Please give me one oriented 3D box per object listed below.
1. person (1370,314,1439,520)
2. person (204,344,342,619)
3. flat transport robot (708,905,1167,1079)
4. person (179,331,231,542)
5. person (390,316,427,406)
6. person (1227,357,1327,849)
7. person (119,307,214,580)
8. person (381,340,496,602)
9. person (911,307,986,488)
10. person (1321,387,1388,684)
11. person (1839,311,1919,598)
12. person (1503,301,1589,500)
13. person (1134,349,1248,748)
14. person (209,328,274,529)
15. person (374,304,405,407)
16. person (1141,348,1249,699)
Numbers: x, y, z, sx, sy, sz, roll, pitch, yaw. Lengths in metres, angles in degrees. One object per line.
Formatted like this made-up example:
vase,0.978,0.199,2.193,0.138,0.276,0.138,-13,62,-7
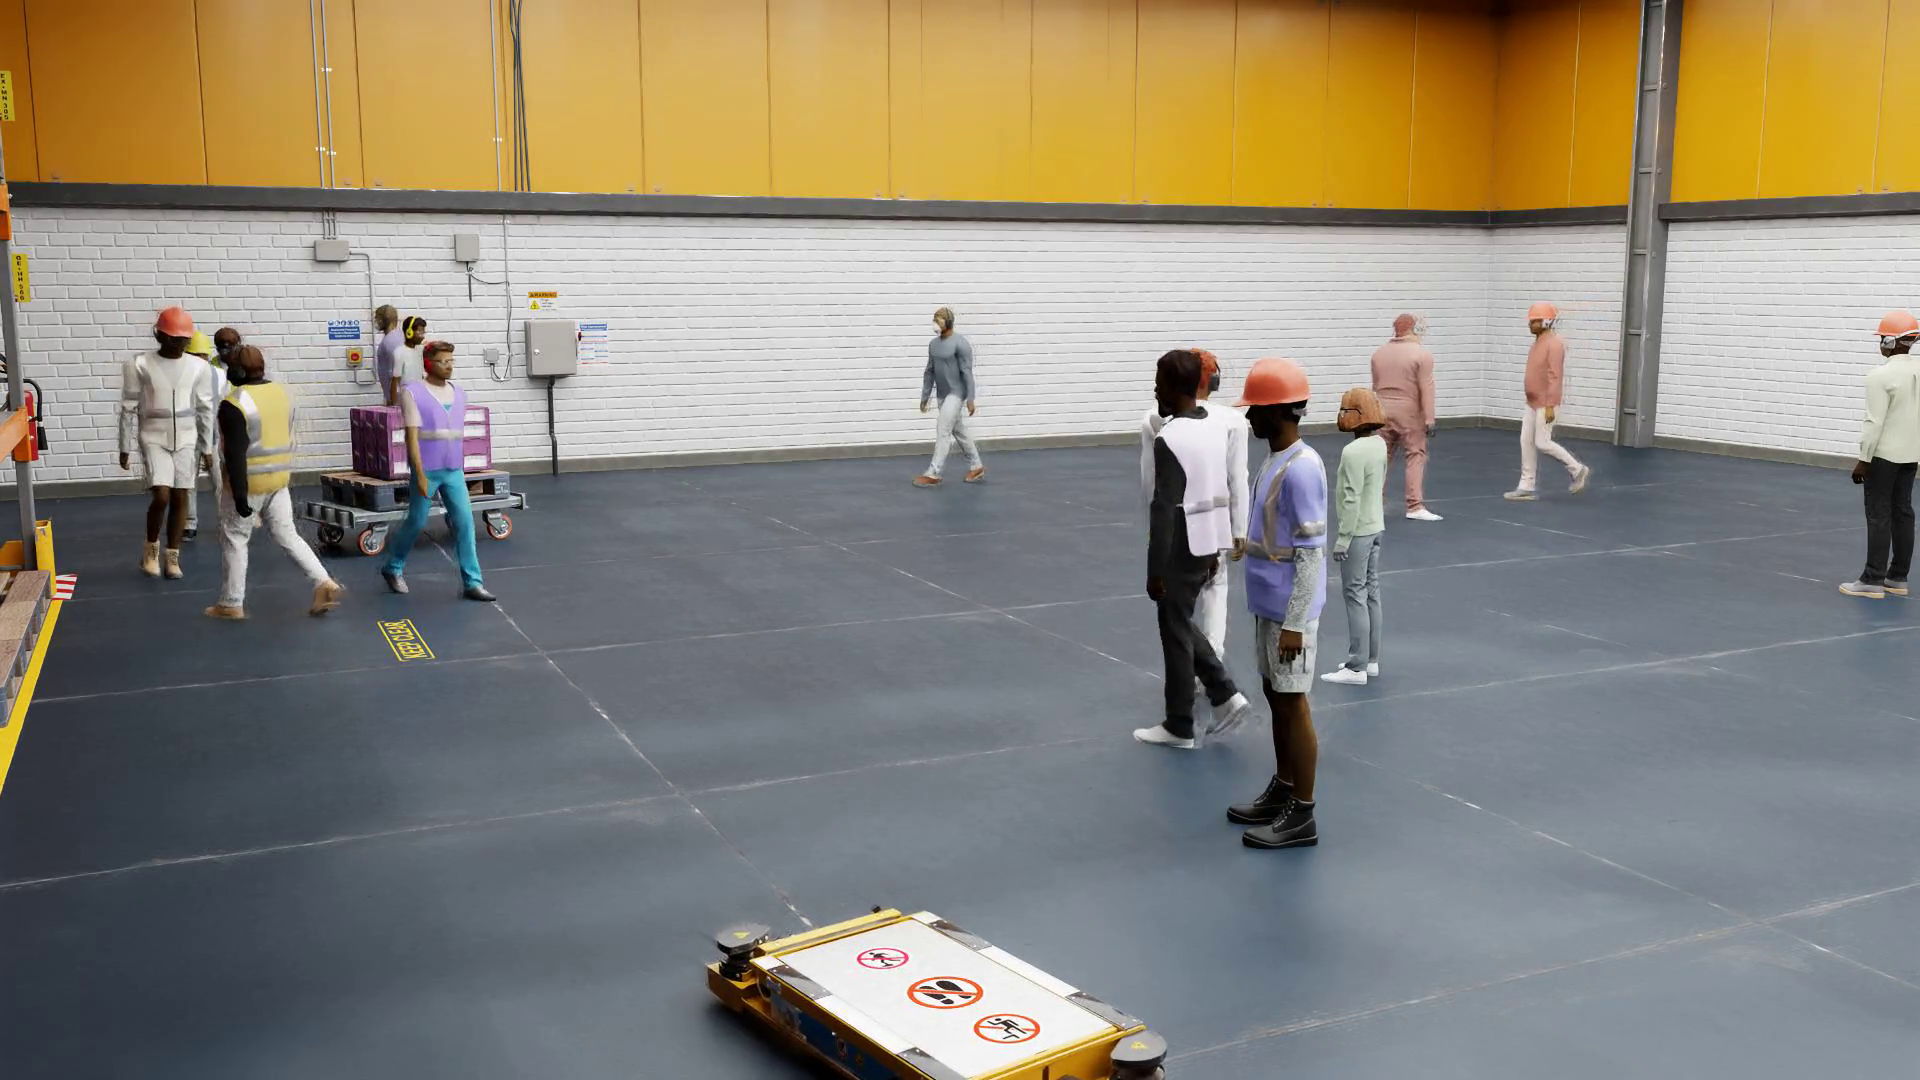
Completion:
person,4.015,-1.125,15.263,0.464,1.883,0.805,-9,13,-43
person,-4.509,-0.368,10.801,0.864,1.816,0.622,3,10,19
flat transport robot,-0.099,1.365,4.788,0.652,0.197,1.431,-7,11,-36
person,-6.327,-0.839,13.836,0.614,1.778,0.789,-7,12,-37
person,-5.687,-1.372,16.954,0.870,1.832,0.548,0,9,3
person,1.247,0.250,6.560,0.369,1.933,0.551,0,9,-1
person,-5.785,-0.693,12.200,0.658,2.004,0.516,-9,12,-43
person,-3.663,-0.486,11.538,0.944,1.811,0.565,6,11,33
person,-0.086,-1.517,17.672,0.998,1.897,0.644,-6,11,-33
person,2.195,-0.022,9.181,0.276,1.633,0.507,6,11,32
person,6.471,-0.590,11.586,0.611,1.995,0.380,-5,10,-26
person,5.822,-1.362,16.426,0.706,1.979,0.619,-1,9,-6
person,1.065,0.057,7.842,0.451,1.906,0.623,6,11,32
person,-6.241,-0.939,14.403,0.643,1.796,0.942,-2,9,-10
person,-5.884,-1.485,17.311,0.357,1.938,0.636,-2,9,-14
person,1.243,-0.084,8.853,0.572,1.866,0.474,2,9,10
